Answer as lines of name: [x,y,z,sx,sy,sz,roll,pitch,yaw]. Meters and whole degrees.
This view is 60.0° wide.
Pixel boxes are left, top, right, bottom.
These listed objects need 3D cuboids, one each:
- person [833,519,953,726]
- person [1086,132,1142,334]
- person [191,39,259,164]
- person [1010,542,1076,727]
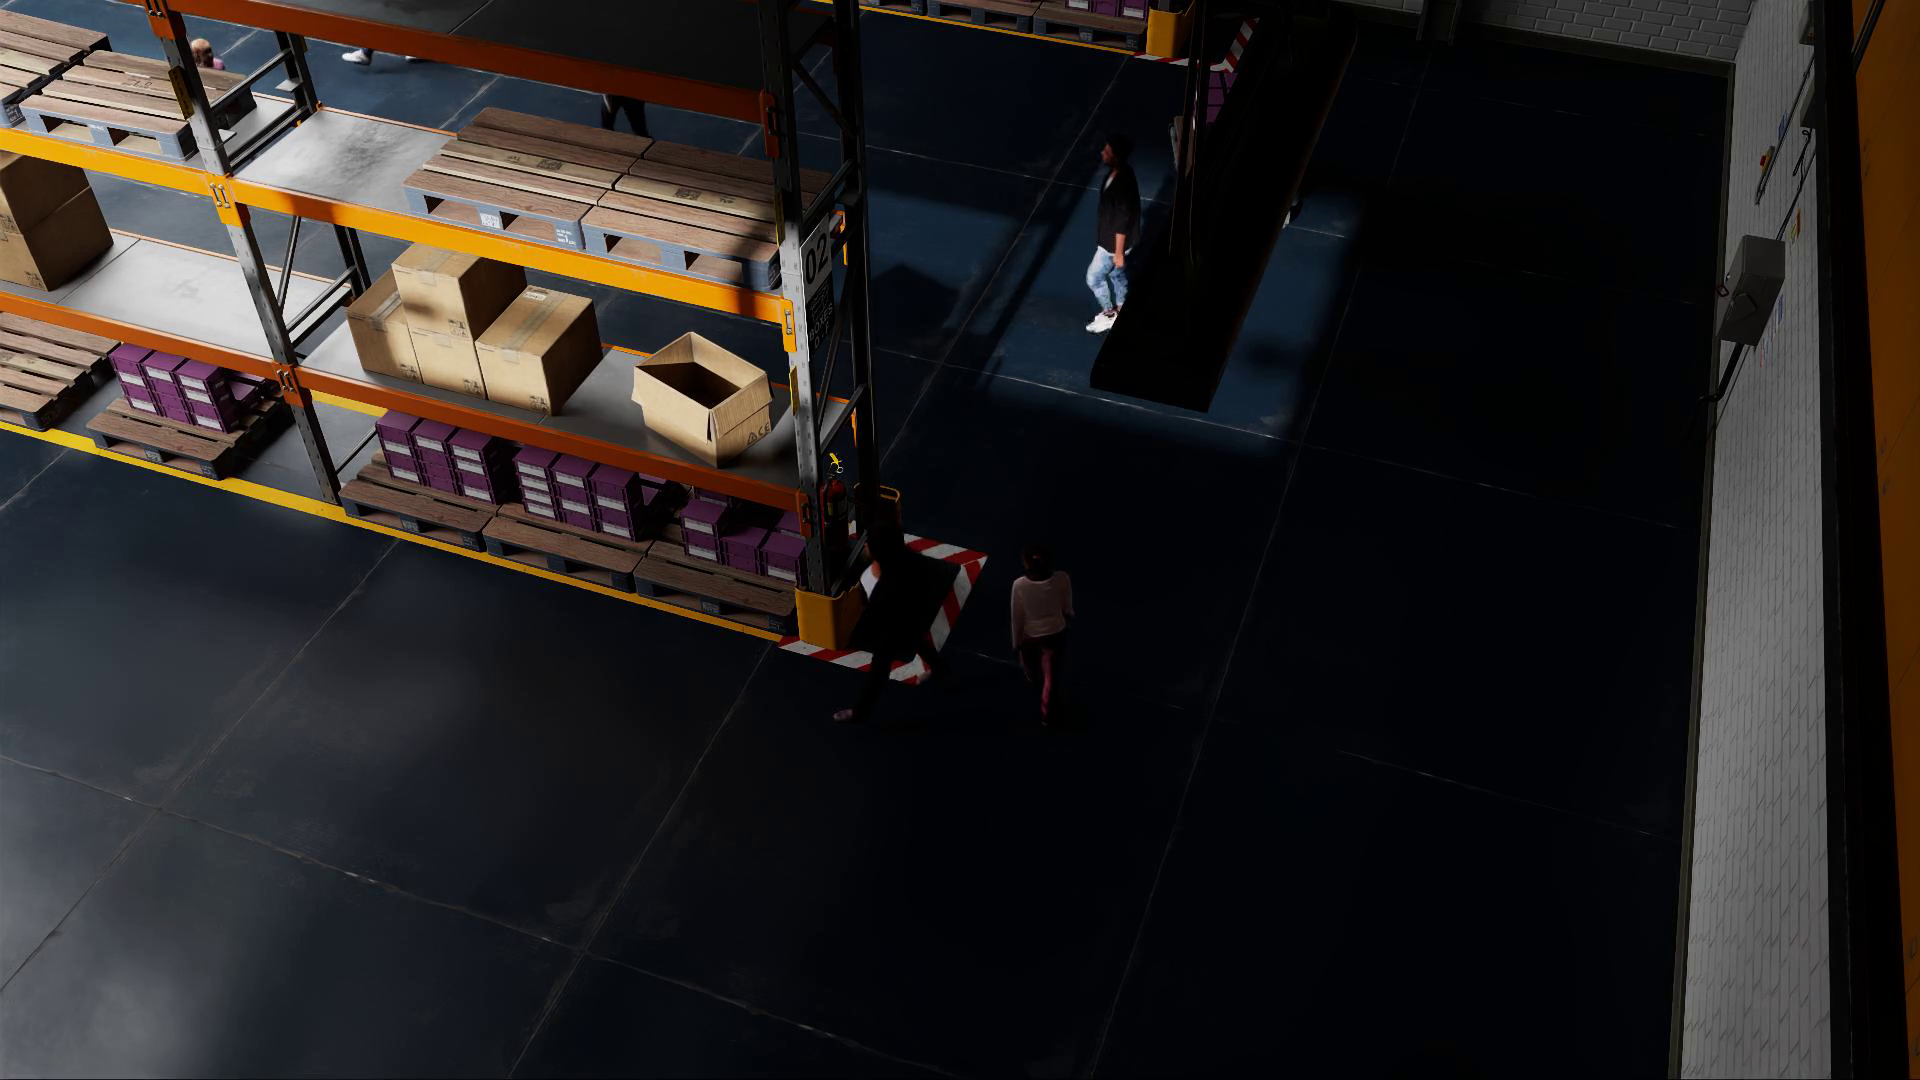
person: [-0.336,0.463,10.563,1.162,1.566,1.127,-21,48,-21]
person: [1.351,-2.465,13.468,0.757,1.799,0.783,2,44,2]
person: [-6.976,-4.103,15.590,0.952,1.244,0.643,25,49,24]
person: [0.528,0.609,10.512,0.897,1.426,0.837,1,44,1]
